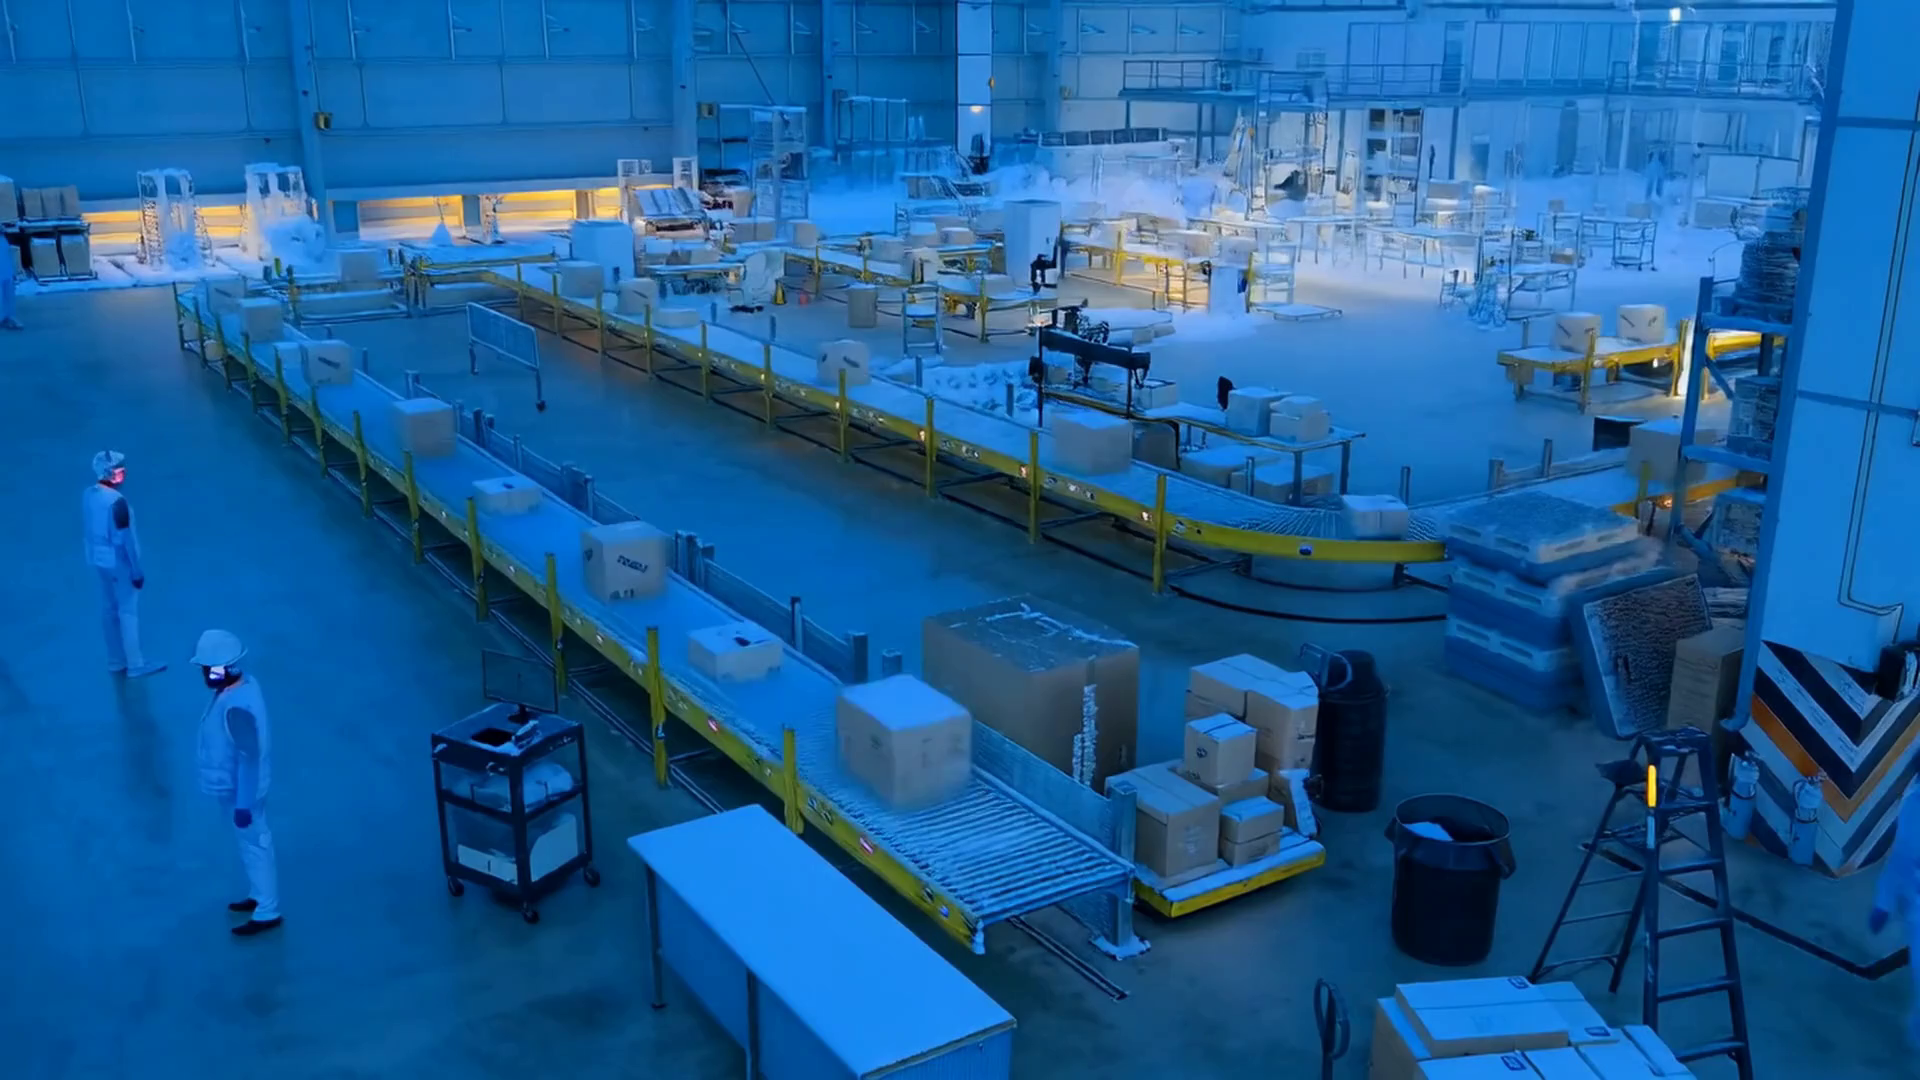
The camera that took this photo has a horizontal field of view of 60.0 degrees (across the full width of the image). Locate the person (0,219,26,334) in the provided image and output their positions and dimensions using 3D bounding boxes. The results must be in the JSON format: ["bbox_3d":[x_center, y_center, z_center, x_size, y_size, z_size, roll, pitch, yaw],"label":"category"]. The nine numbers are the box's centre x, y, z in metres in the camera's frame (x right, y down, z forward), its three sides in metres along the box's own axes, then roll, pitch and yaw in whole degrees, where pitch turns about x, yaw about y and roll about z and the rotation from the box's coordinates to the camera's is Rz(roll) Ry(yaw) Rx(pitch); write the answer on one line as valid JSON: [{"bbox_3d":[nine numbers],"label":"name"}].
[{"bbox_3d":[-16.740,-4.626,29.116,0.378,1.996,0.611,-2,17,-8],"label":"person"}]

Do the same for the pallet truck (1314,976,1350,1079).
[{"bbox_3d":[2.299,2.390,7.086,1.601,1.201,0.680,-2,17,-7],"label":"pallet truck"}]

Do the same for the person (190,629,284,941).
[{"bbox_3d":[-4.094,1.371,9.441,0.404,1.829,0.600,-8,18,-24],"label":"person"}]

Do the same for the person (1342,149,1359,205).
[{"bbox_3d":[11.971,-11.102,51.077,0.519,1.756,0.341,9,19,27],"label":"person"}]

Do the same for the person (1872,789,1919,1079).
[{"bbox_3d":[4.757,1.789,7.892,0.732,1.917,0.527,2,17,7],"label":"person"}]

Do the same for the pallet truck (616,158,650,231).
[{"bbox_3d":[-8.918,-9.176,44.255,0.823,1.965,1.885,-9,19,-27],"label":"pallet truck"}]

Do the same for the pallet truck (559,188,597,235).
[{"bbox_3d":[-10.010,-8.652,43.699,0.653,1.274,1.630,-10,20,-31],"label":"pallet truck"}]

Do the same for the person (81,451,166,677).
[{"bbox_3d":[-6.774,0.194,13.338,0.572,1.840,0.373,11,20,33],"label":"person"}]

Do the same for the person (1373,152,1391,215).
[{"bbox_3d":[12.244,-10.397,48.618,0.580,1.836,1.004,-11,20,-32],"label":"person"}]

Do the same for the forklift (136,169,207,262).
[{"bbox_3d":[-17.842,-7.318,37.559,1.157,1.987,2.680,-10,20,-31],"label":"forklift"}]

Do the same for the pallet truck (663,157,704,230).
[{"bbox_3d":[-7.586,-9.308,44.692,0.823,1.965,1.885,-11,20,-33],"label":"pallet truck"}]

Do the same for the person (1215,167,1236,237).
[{"bbox_3d":[6.863,-8.730,43.075,0.505,1.817,0.990,-5,18,-17],"label":"person"}]

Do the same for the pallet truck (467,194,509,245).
[{"bbox_3d":[-11.983,-8.177,42.137,0.704,1.261,1.522,-11,20,-33],"label":"pallet truck"}]

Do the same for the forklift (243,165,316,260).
[{"bbox_3d":[-15.898,-7.669,38.708,1.157,1.987,2.680,-11,20,-33],"label":"forklift"}]

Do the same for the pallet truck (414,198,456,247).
[{"bbox_3d":[-13.250,-8.060,41.856,0.680,1.201,1.601,-10,20,-31],"label":"pallet truck"}]

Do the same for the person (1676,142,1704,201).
[{"bbox_3d":[23.281,-11.678,52.822,0.597,1.872,1.021,-10,20,-31],"label":"person"}]

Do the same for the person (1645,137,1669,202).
[{"bbox_3d":[22.157,-11.791,52.883,0.688,2.000,0.538,8,19,25],"label":"person"}]

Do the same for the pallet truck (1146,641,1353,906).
[{"bbox_3d":[1.664,1.407,10.232,1.630,1.274,0.653,-10,20,-31],"label":"pallet truck"}]
